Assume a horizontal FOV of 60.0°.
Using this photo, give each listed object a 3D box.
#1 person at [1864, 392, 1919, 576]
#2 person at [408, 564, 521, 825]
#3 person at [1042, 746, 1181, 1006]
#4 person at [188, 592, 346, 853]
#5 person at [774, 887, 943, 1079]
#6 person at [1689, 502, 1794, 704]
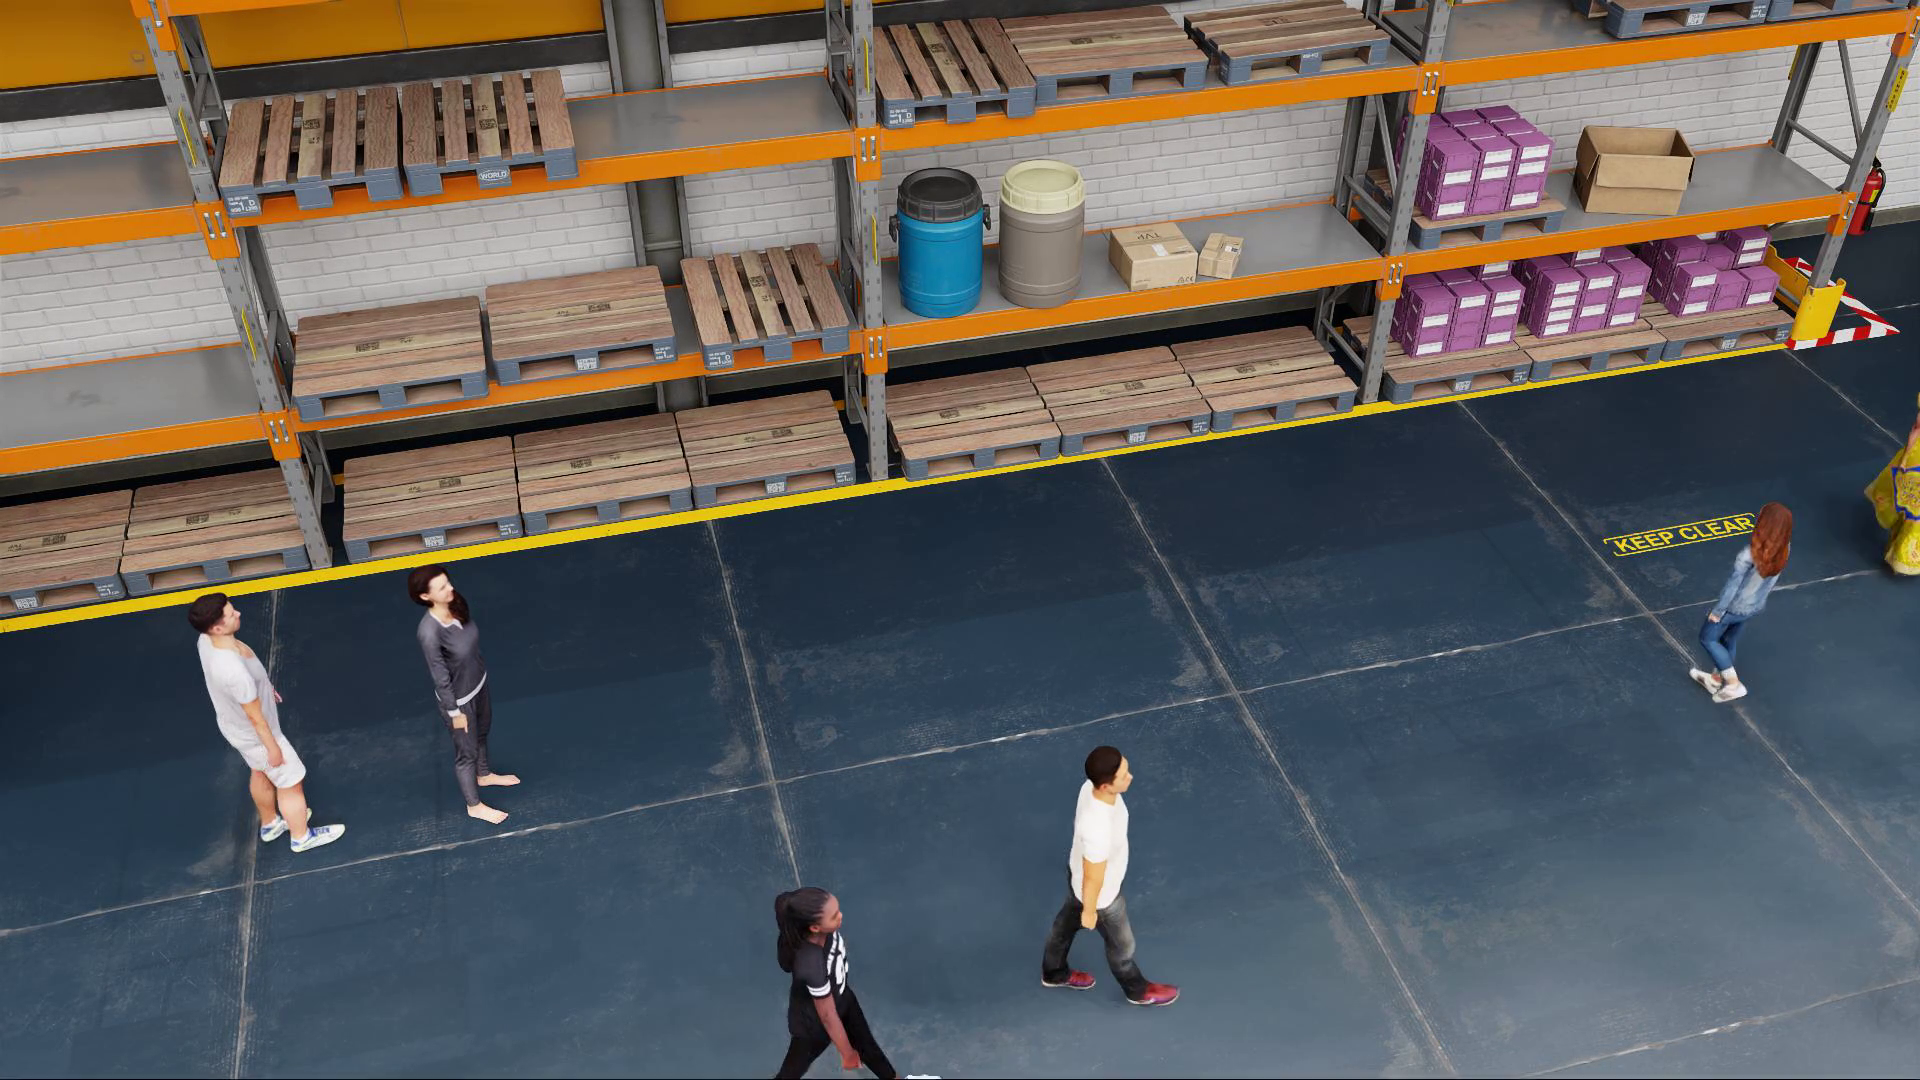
[{"bbox_3d":[6.556,-0.475,11.177,1.174,1.626,1.279,27,46,29],"label":"person"},{"bbox_3d":[-2.824,0.848,9.396,0.637,1.770,0.674,2,39,2],"label":"person"},{"bbox_3d":[0.591,1.696,8.330,1.036,1.786,0.832,1,39,1],"label":"person"},{"bbox_3d":[-3.928,1.014,9.126,0.794,1.848,0.795,-27,46,-30],"label":"person"},{"bbox_3d":[-0.741,2.219,7.746,1.177,1.687,0.795,-2,39,-2],"label":"person"},{"bbox_3d":[4.823,0.430,10.162,0.657,1.468,0.708,-18,42,-21],"label":"person"}]
